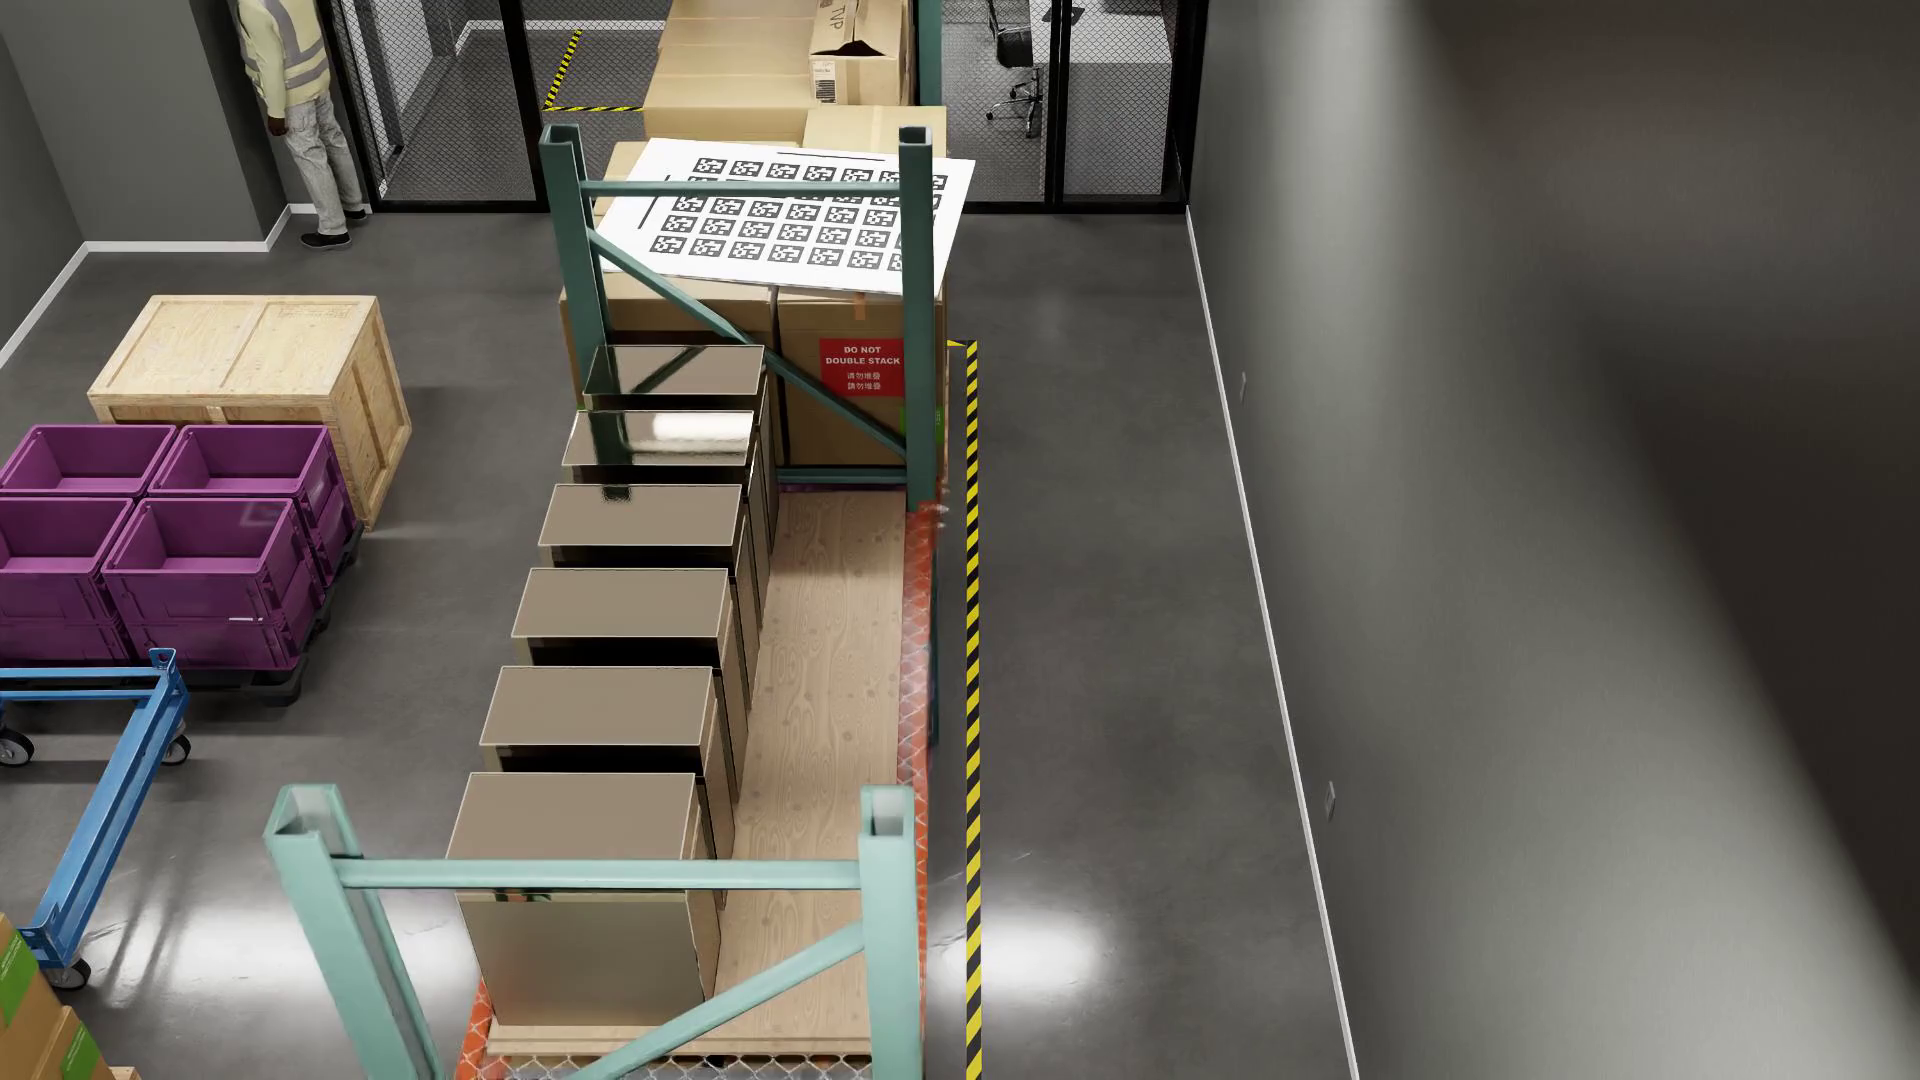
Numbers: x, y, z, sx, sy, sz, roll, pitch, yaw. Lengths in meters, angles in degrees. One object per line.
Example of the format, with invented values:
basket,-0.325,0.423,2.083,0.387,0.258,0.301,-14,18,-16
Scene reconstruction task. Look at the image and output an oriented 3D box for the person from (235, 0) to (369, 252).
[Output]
person,-3.494,-2.389,8.696,0.403,1.830,0.598,5,41,6
